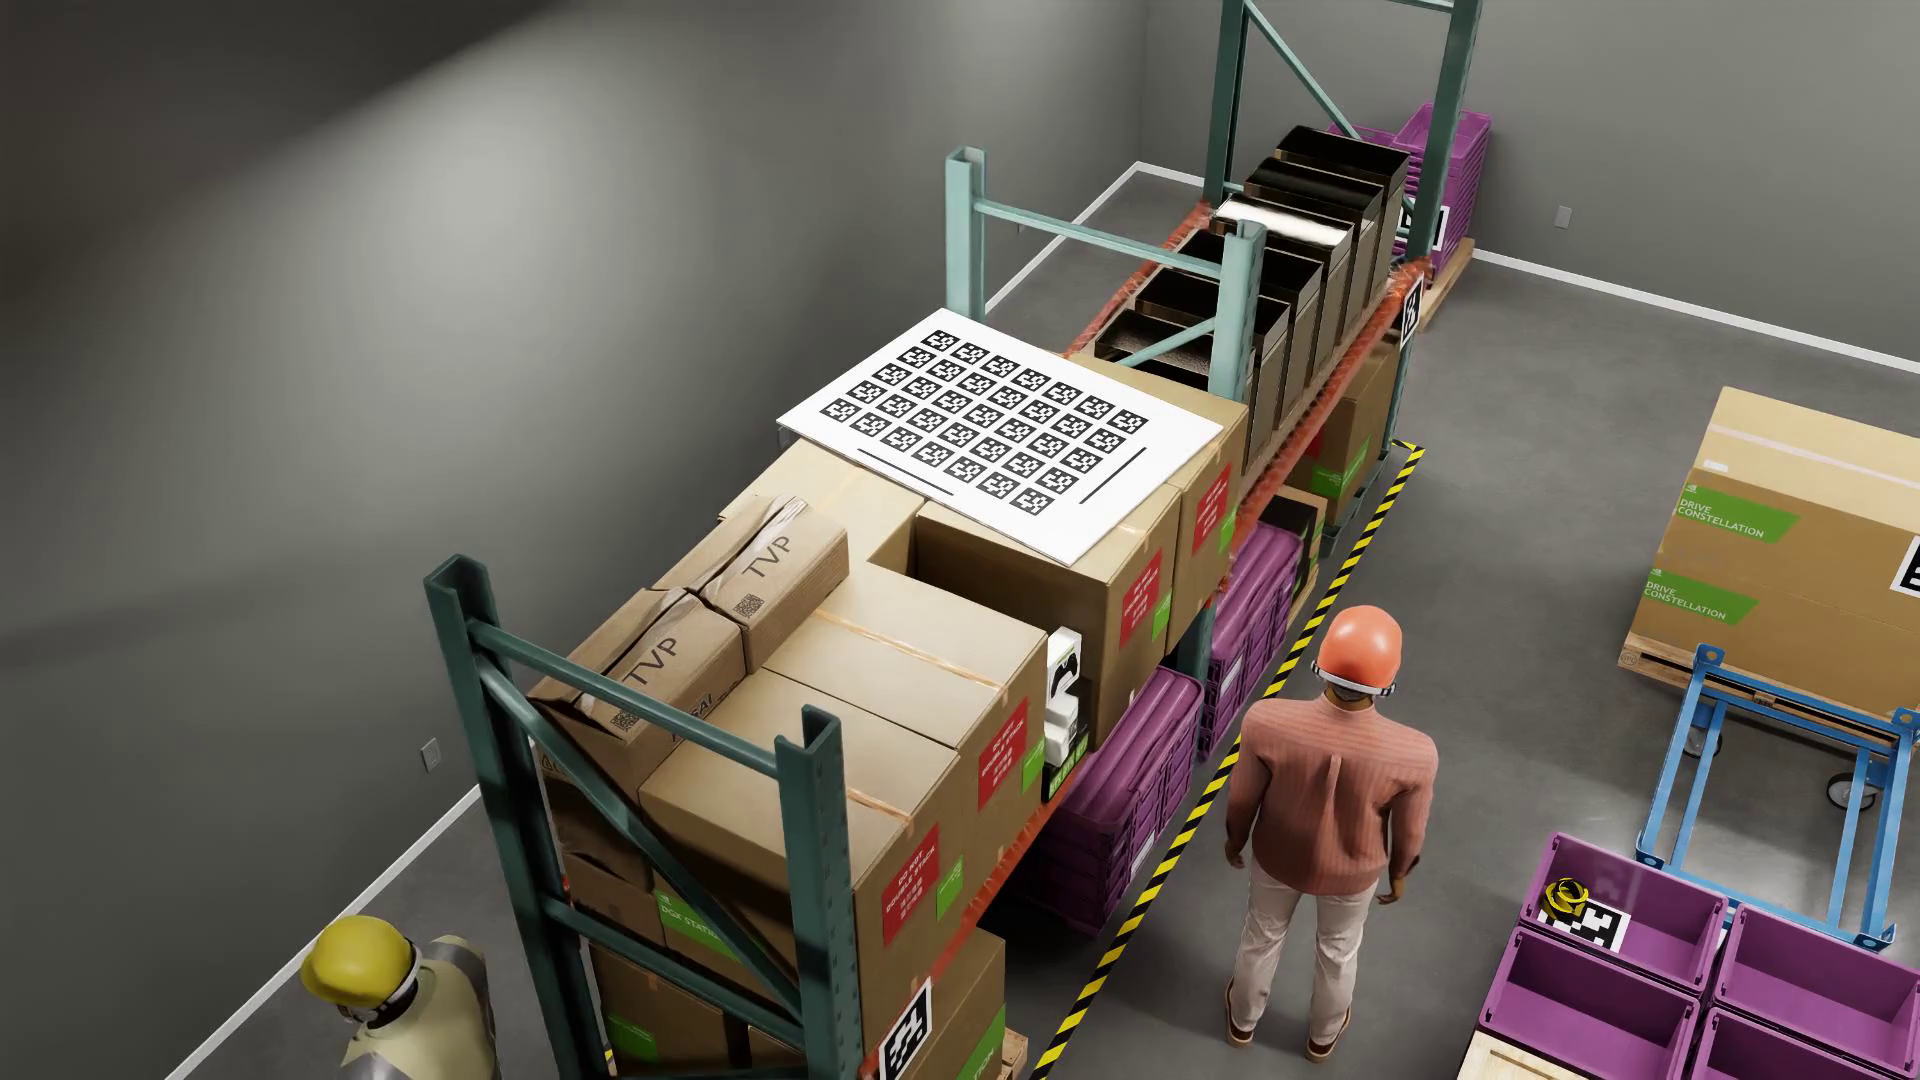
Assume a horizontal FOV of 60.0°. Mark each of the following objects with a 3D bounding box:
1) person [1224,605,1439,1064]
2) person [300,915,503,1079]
[{"bbox_3d":[1.159,0.992,5.372,0.620,1.994,0.381,10,41,12],"label":"person"},{"bbox_3d":[-1.489,1.659,4.712,0.403,1.827,0.590,11,41,13],"label":"person"}]
